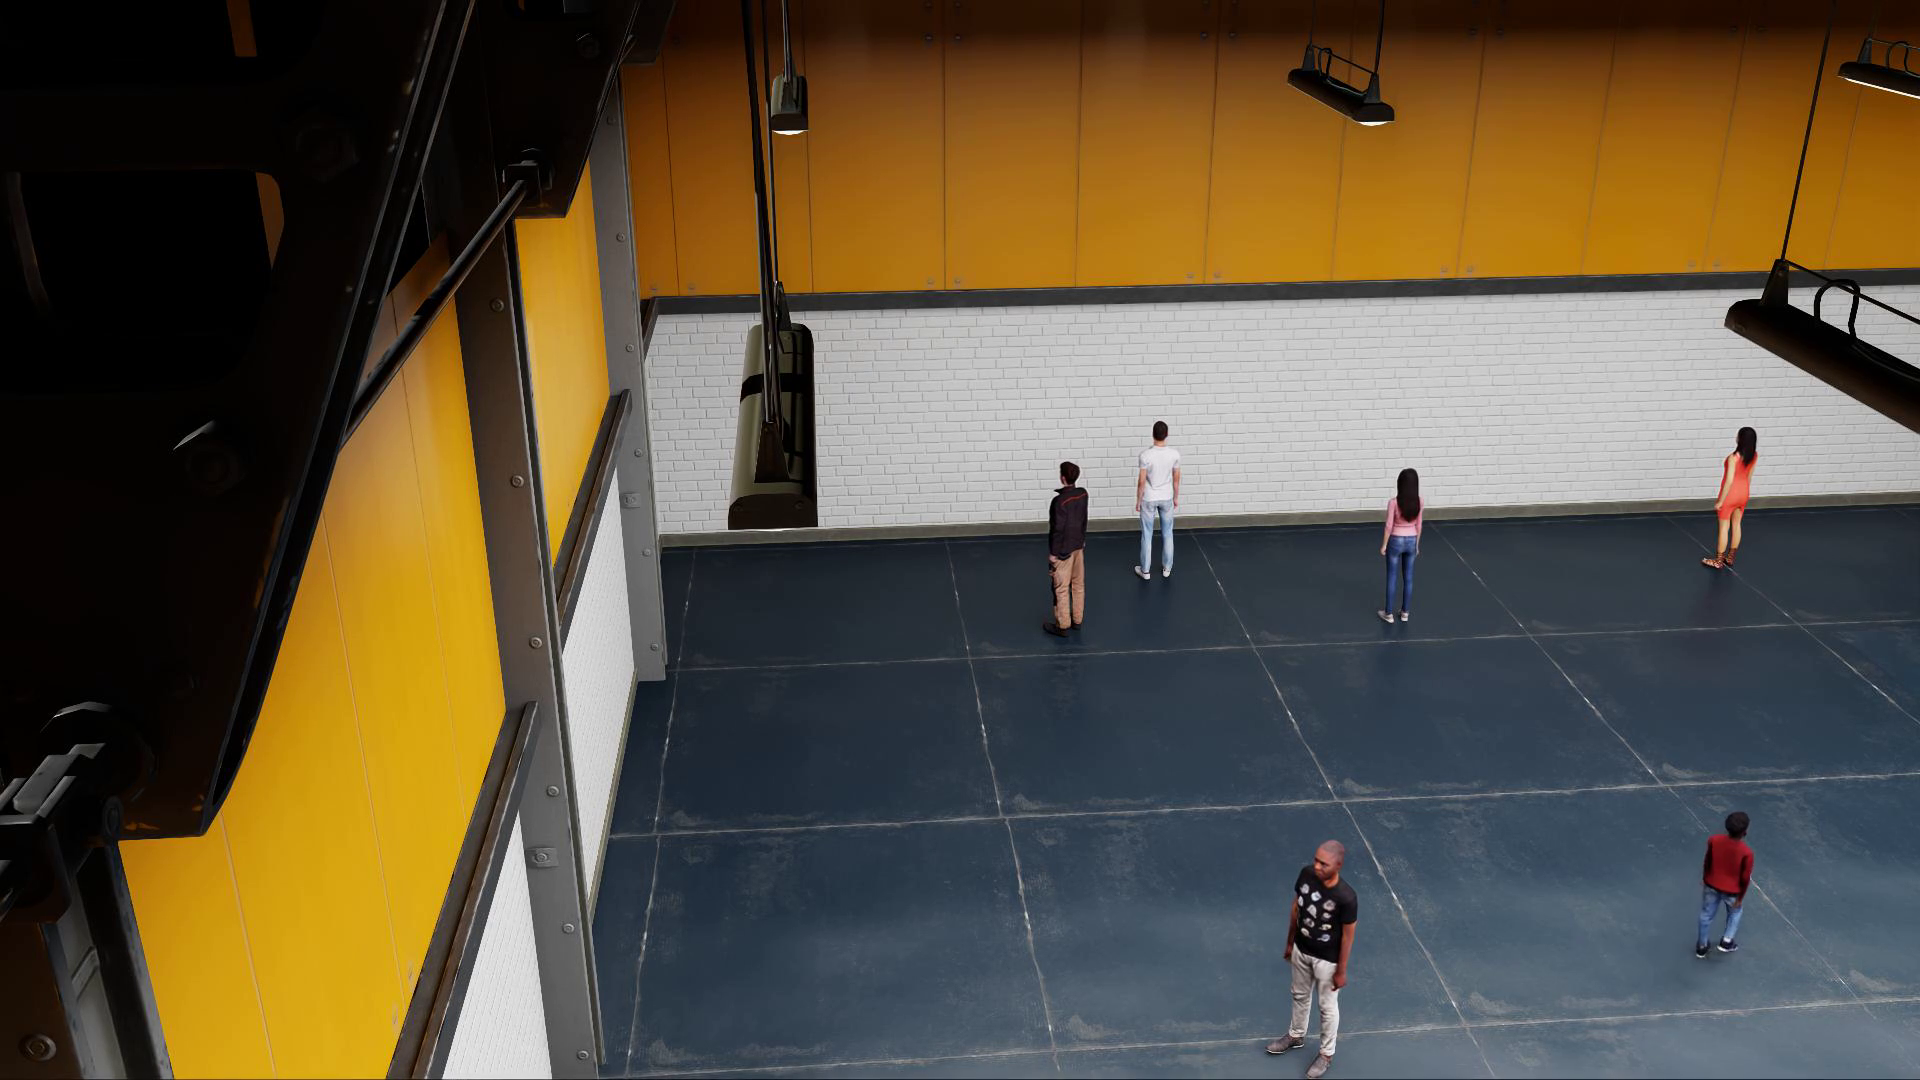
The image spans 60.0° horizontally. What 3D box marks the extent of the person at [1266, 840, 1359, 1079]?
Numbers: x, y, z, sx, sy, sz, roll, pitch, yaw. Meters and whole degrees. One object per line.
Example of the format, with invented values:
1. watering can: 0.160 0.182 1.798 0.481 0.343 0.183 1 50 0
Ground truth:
1. person: 2.457 2.816 11.354 0.823 1.805 0.730 -18 30 -36

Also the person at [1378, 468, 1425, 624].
1. person: 4.720 0.048 17.766 0.577 1.742 0.508 -3 24 -7

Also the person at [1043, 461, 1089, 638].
1. person: 1.121 0.087 17.449 0.832 1.925 0.792 21 31 40

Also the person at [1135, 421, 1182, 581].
1. person: 2.230 -0.452 18.774 0.664 1.851 0.565 -4 24 -10

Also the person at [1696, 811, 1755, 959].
1. person: 5.726 2.615 12.514 0.632 1.245 0.692 18 29 36

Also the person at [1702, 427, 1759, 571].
1. person: 8.853 -0.488 19.021 0.653 1.719 0.640 -11 26 -23
